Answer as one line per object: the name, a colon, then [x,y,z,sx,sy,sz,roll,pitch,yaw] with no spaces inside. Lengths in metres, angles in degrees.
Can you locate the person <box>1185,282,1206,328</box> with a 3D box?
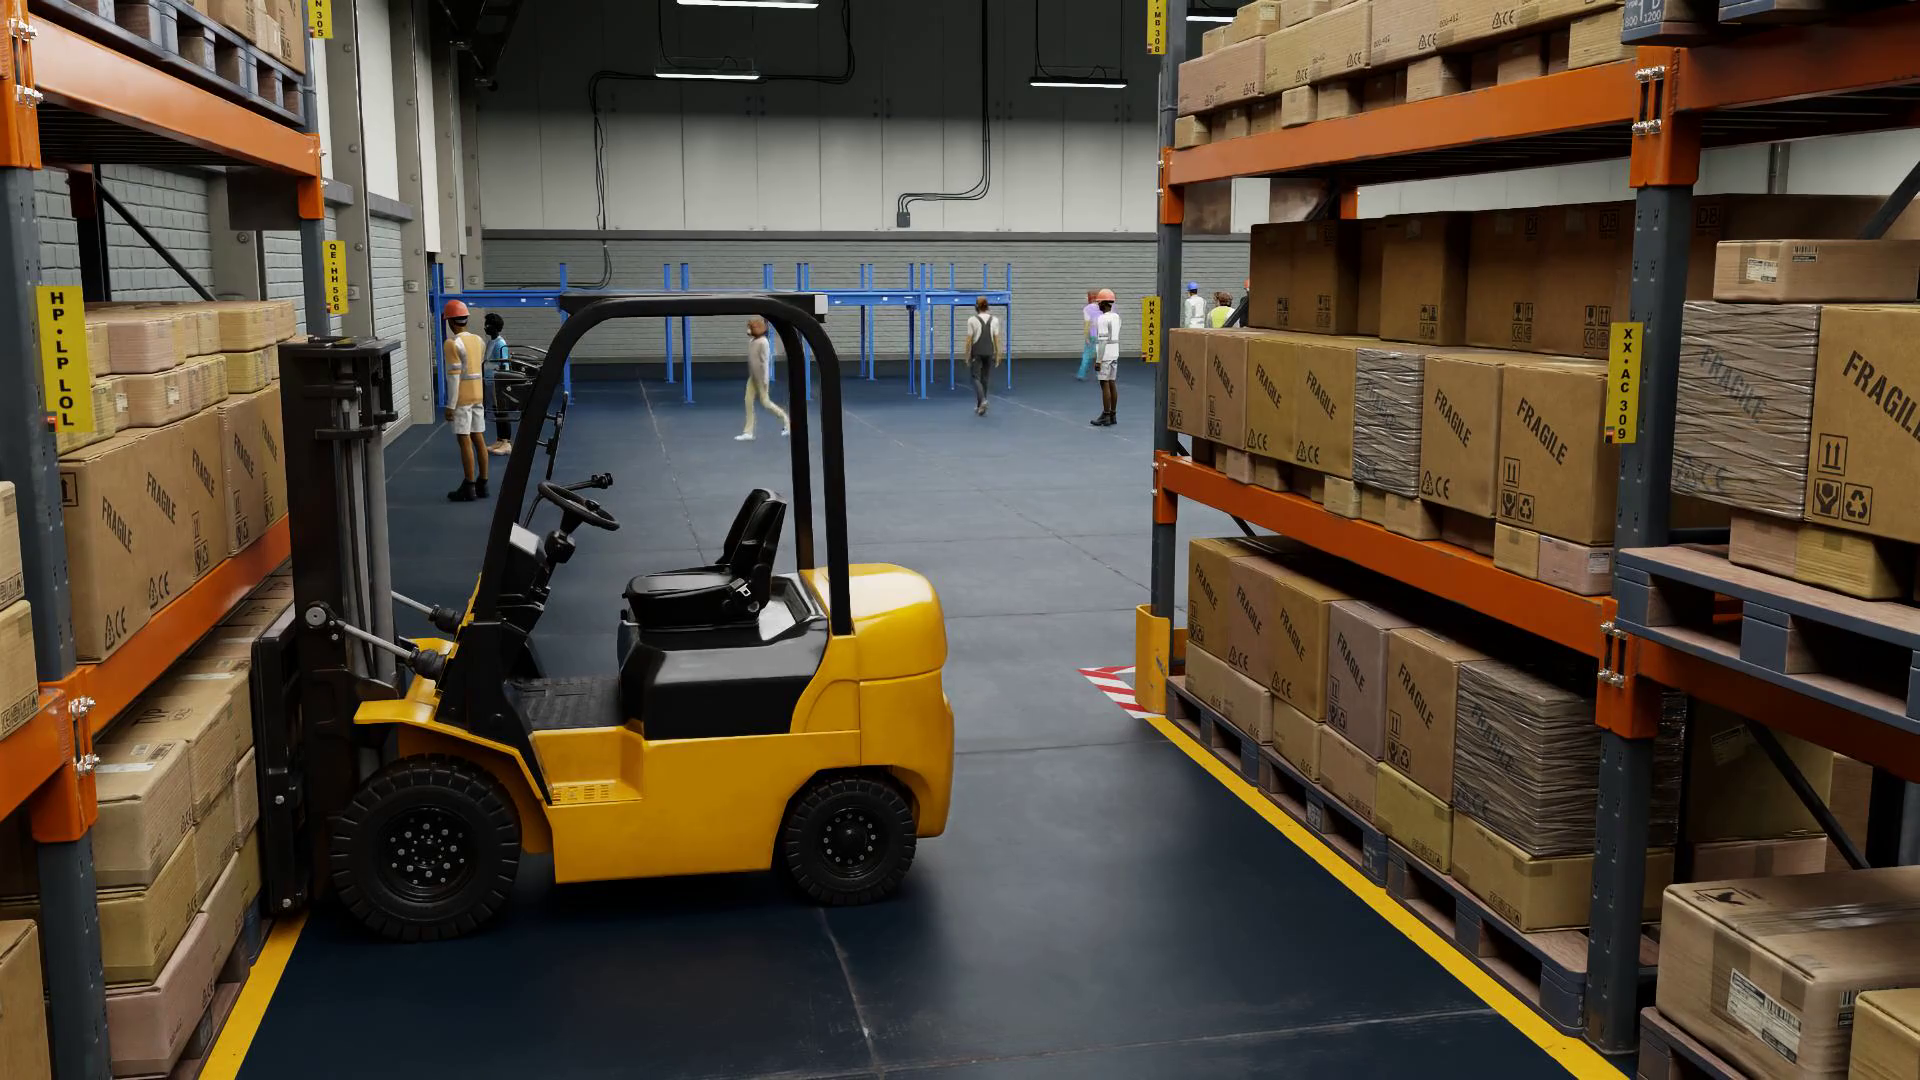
person: [4.939,-4.476,35.138,0.602,1.940,0.401,-8,13,-42]

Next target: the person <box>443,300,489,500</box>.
person: [-4.832,-1.361,16.168,0.376,1.933,0.545,3,10,19]

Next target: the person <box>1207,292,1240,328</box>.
person: [4.428,-3.221,27.829,0.430,1.835,0.619,-9,13,-44]

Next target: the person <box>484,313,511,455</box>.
person: [-5.597,-1.885,20.086,0.318,1.697,0.534,-5,11,-30]

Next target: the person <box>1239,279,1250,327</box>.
person: [6.226,-4.583,35.643,0.608,1.987,0.388,-5,11,-27]

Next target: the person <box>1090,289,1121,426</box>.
person: [2.084,-2.619,23.823,0.355,1.938,0.545,5,11,29]

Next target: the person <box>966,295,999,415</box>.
person: [0.347,-2.821,25.411,0.529,1.831,0.728,-4,10,-21]

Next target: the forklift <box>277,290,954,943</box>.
forklift: [-1.179,0.175,6.143,2.313,2.155,1.214,-2,10,-12]

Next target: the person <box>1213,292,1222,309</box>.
person: [6.389,-5.322,41.205,0.307,1.641,0.513,2,10,13]

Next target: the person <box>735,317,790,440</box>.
person: [-2.592,-2.123,21.808,0.734,1.608,0.499,-6,11,-34]

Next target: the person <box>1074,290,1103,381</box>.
person: [2.657,-4.019,32.795,0.563,1.806,0.980,-6,11,-32]
